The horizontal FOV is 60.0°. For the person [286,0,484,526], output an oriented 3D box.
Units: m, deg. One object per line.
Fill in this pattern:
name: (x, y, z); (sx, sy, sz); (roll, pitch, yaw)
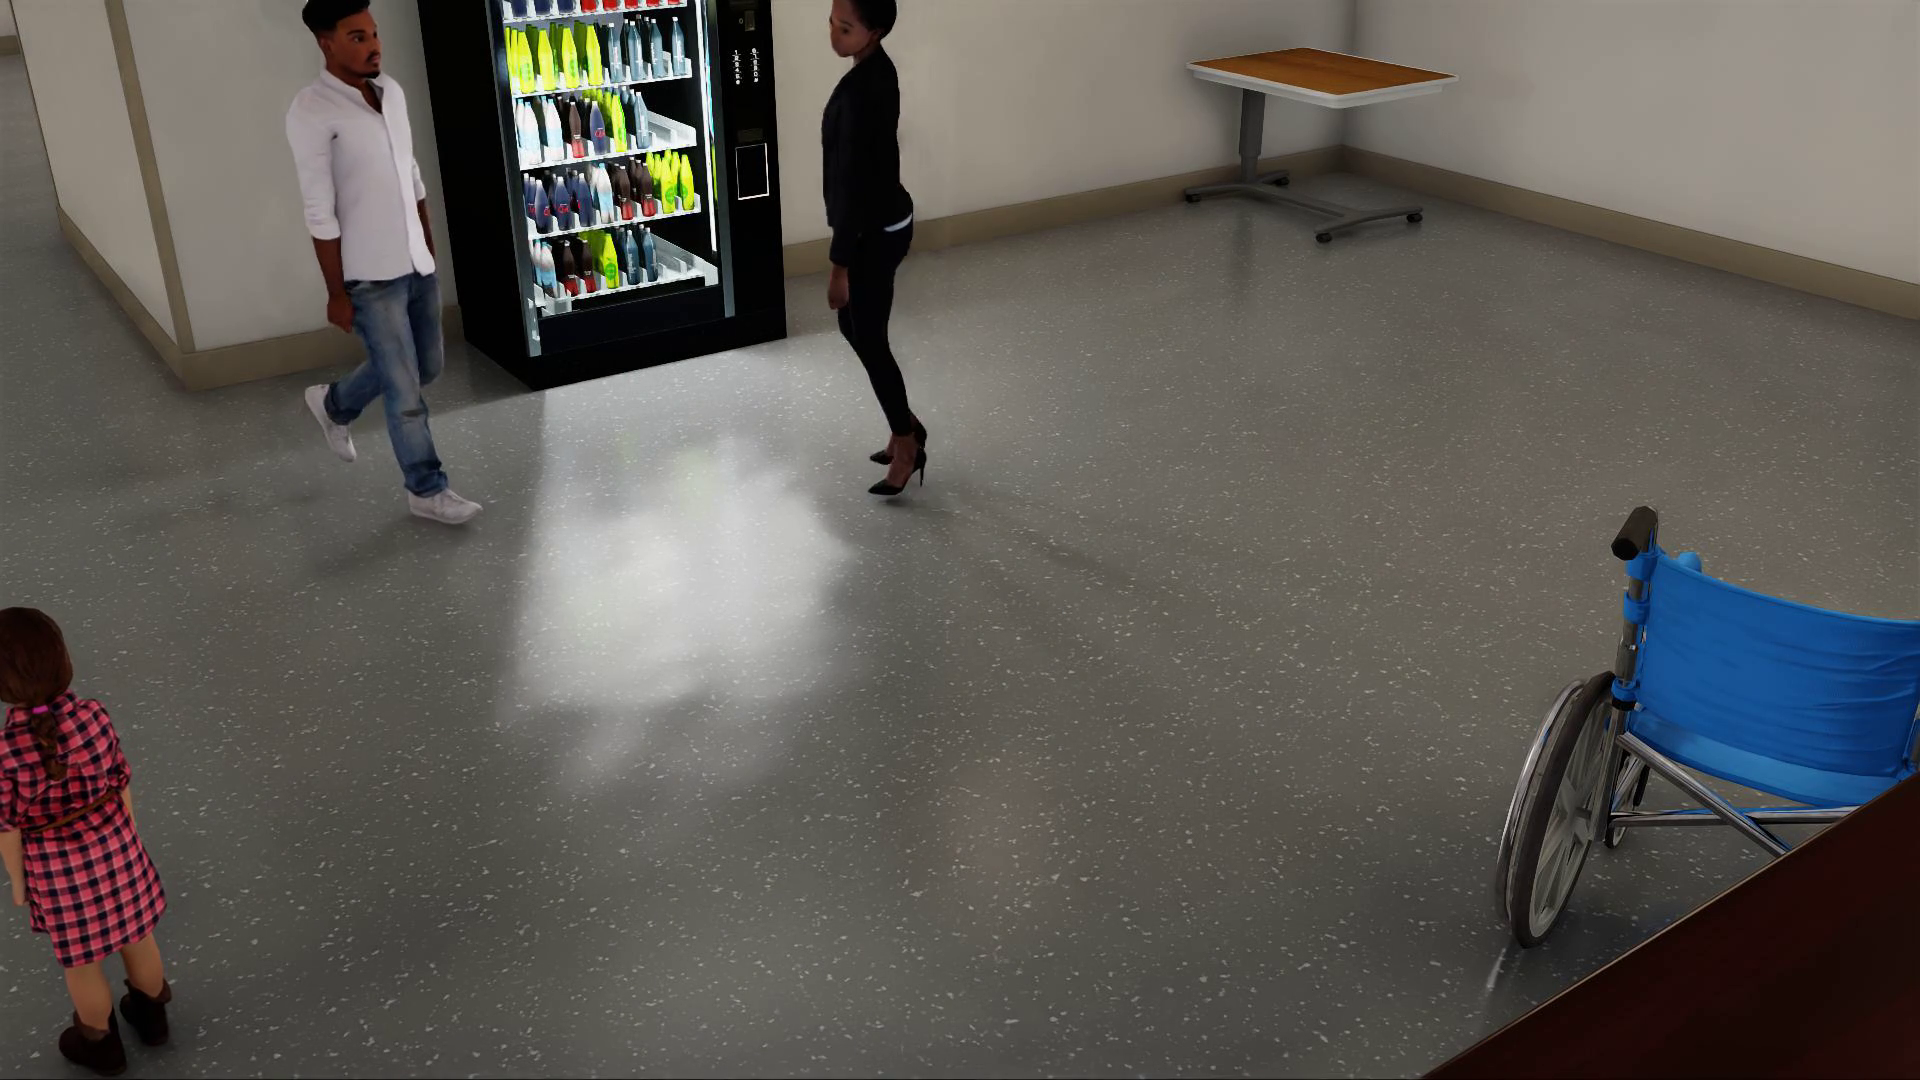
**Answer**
person: (-1.993, -0.931, 5.549); (1.055, 1.792, 1.070); (9, 27, 18)

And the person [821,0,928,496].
person: (-0.258, -0.954, 5.591); (0.785, 1.797, 0.769); (6, 26, 13)

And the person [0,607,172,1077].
person: (-1.738, 0.600, 3.262); (0.533, 1.022, 0.446); (18, 31, 33)
